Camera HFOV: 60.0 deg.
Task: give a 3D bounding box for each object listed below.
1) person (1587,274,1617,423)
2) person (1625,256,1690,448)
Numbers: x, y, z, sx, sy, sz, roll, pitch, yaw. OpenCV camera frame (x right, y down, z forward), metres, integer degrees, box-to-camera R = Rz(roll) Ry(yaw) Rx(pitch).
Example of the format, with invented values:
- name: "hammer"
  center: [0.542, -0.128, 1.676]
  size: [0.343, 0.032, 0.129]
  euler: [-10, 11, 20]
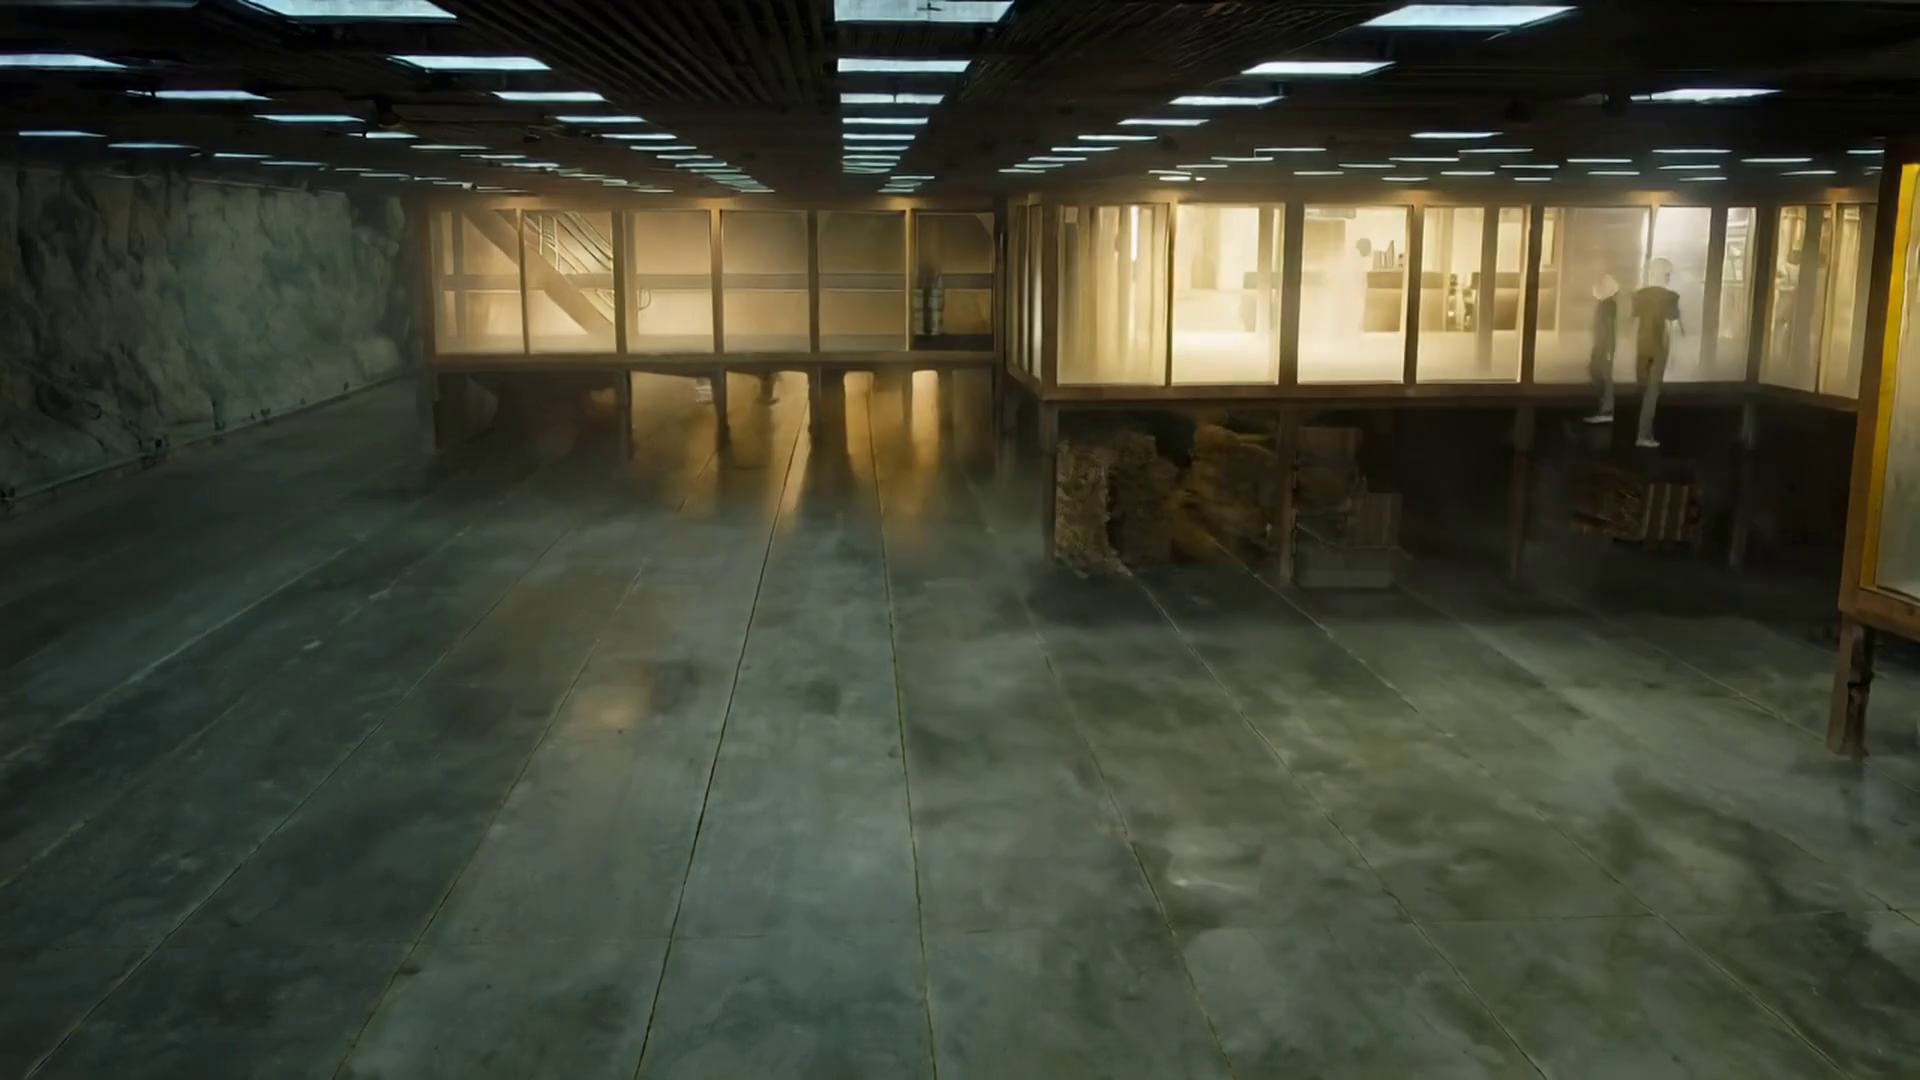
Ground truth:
- name: "person"
  center: [7.079, -2.091, 18.235]
  size: [0.382, 1.623, 0.517]
  euler: [1, 11, 7]
- name: "person"
  center: [6.809, -1.815, 16.150]
  size: [0.642, 1.851, 0.522]
  euler: [-6, 12, -31]
